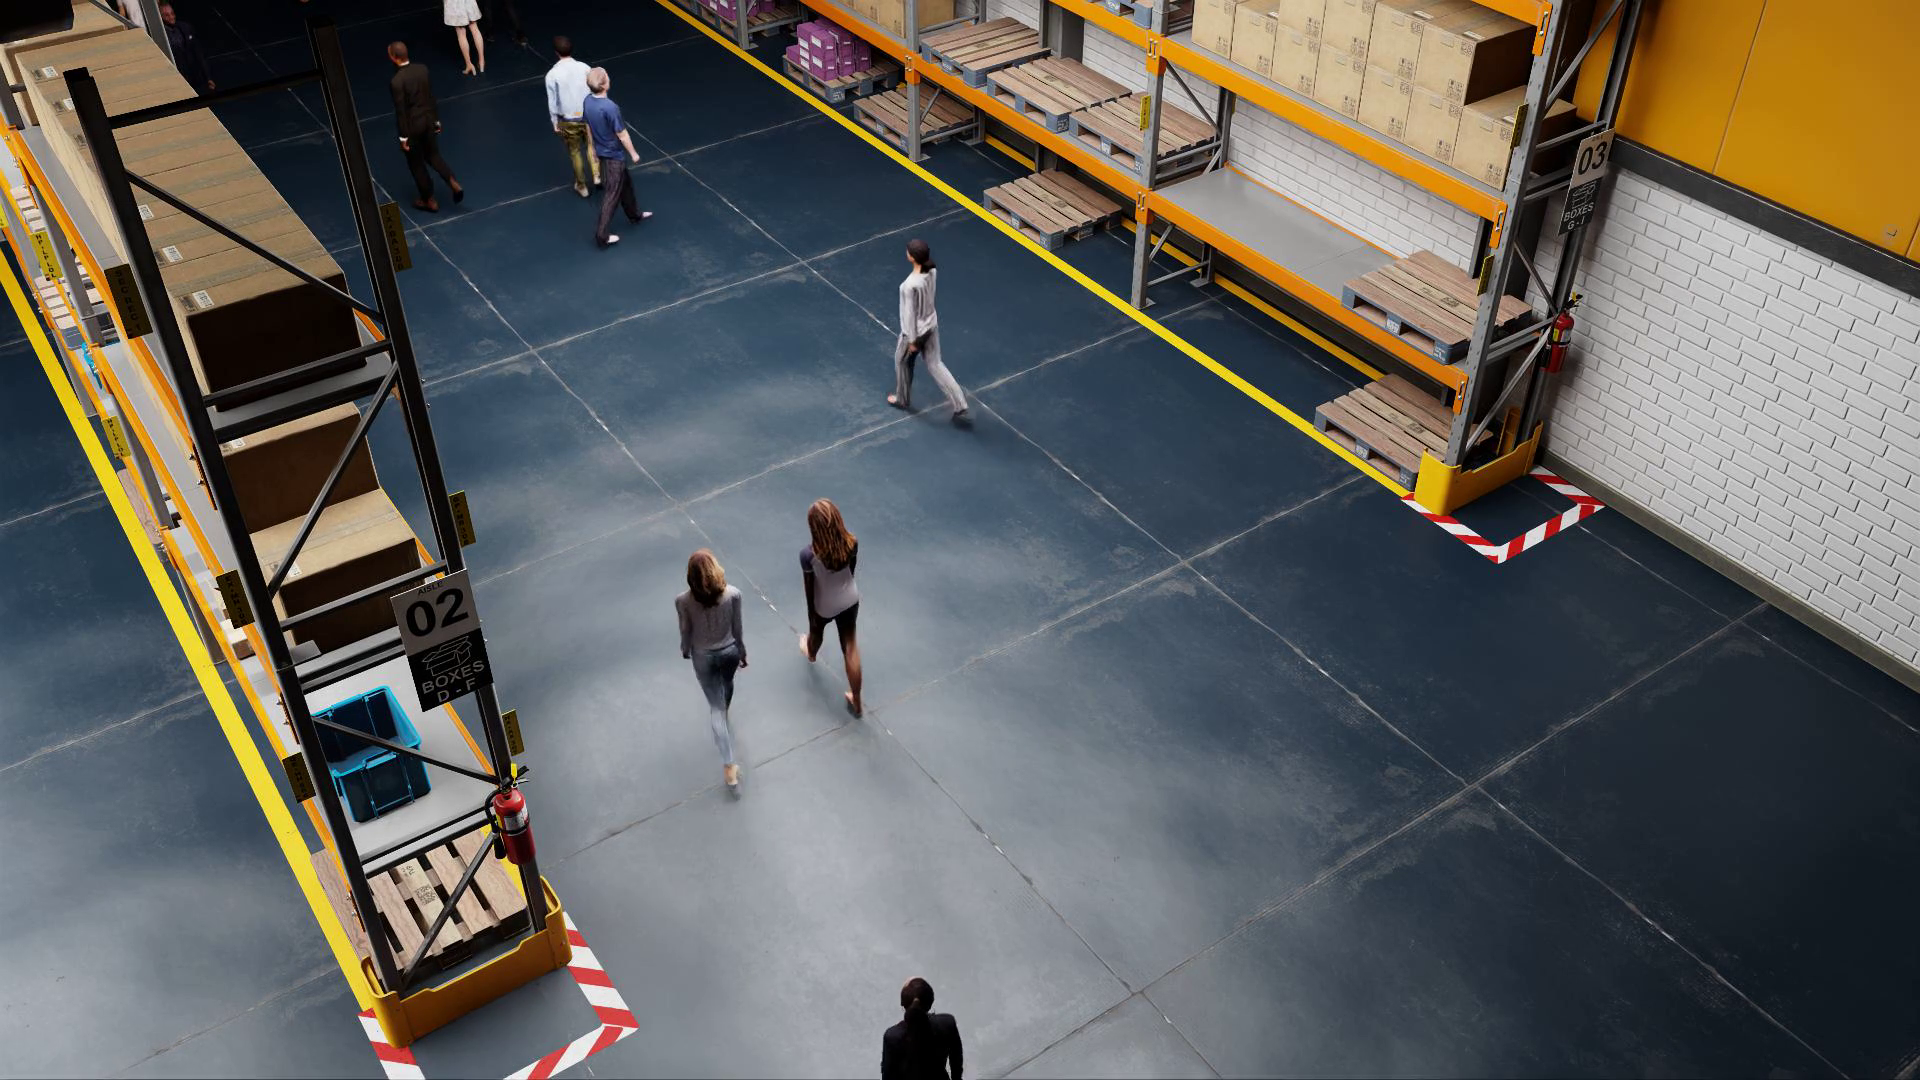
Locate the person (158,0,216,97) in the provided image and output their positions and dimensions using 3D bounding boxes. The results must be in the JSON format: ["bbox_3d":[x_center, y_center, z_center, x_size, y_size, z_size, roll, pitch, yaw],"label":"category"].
[{"bbox_3d":[-8.734,-5.163,18.691,1.269,1.779,0.980,22,44,26],"label":"person"}]

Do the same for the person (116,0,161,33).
[{"bbox_3d":[-9.735,-6.095,19.906,0.685,1.720,0.630,-12,40,-14],"label":"person"}]

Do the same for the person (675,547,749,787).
[{"bbox_3d":[-1.638,0.868,11.162,0.942,1.751,1.275,-7,39,-9],"label":"person"}]

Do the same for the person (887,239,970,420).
[{"bbox_3d":[-0.267,-1.807,14.520,1.133,1.740,0.782,27,46,30],"label":"person"}]

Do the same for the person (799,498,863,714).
[{"bbox_3d":[-0.845,0.502,11.682,0.731,1.675,1.111,-16,41,-19],"label":"person"}]

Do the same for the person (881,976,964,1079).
[{"bbox_3d":[-0.179,2.927,8.626,0.750,1.698,0.915,-10,40,-12],"label":"person"}]

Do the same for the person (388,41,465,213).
[{"bbox_3d":[-5.655,-4.337,17.567,1.047,1.892,0.913,21,43,24],"label":"person"}]

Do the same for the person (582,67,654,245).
[{"bbox_3d":[-3.619,-3.898,17.062,0.828,1.836,1.042,-32,48,-33],"label":"person"}]

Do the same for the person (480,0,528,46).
[{"bbox_3d":[-5.875,-7.125,21.167,1.139,1.755,0.858,28,46,30],"label":"person"}]

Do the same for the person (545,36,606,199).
[{"bbox_3d":[-4.088,-4.496,17.841,0.736,1.798,0.805,-18,42,-21],"label":"person"}]

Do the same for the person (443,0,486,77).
[{"bbox_3d":[-6.177,-6.631,20.535,0.687,1.773,0.681,-31,48,-33],"label":"person"}]
